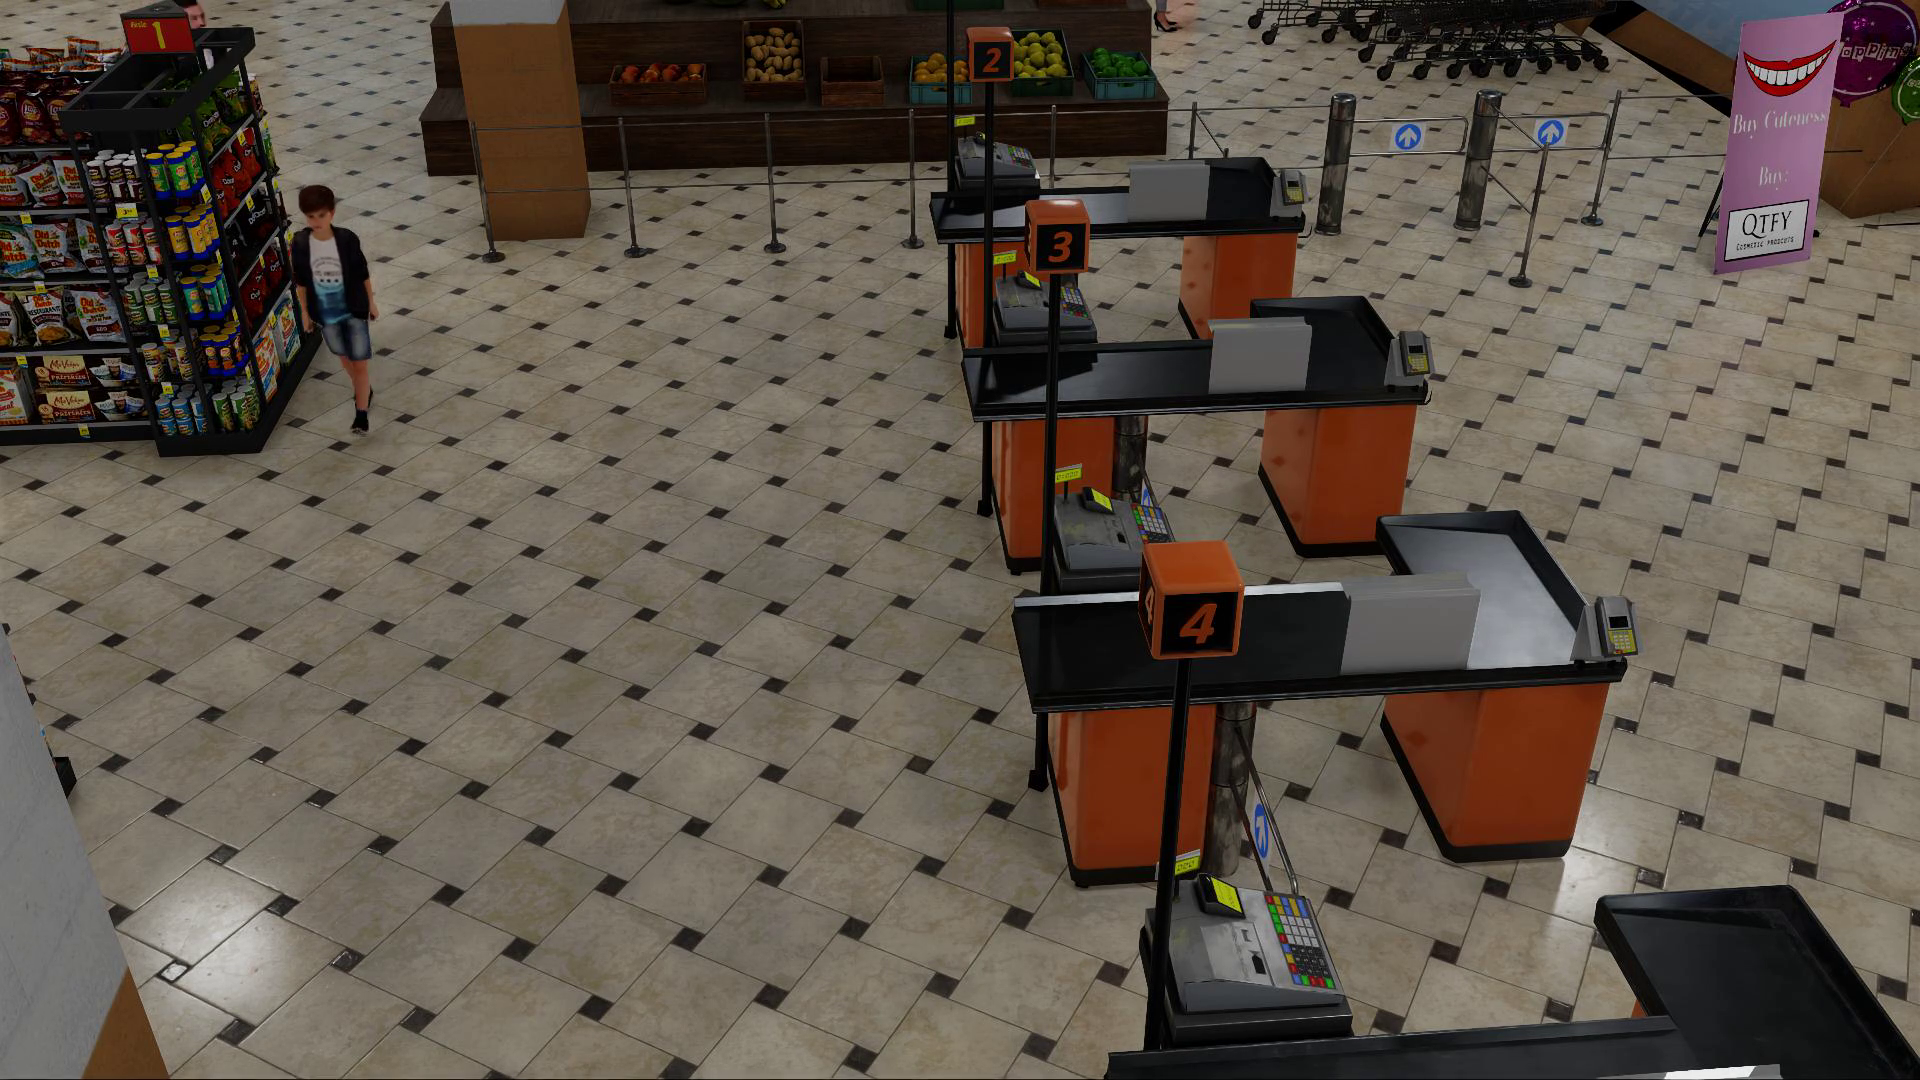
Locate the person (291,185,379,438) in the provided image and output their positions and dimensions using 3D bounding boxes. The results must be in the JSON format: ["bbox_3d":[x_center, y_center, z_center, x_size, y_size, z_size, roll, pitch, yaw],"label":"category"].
[{"bbox_3d":[-3.515,-1.331,9.461,0.873,1.414,0.618,-4,32,-6],"label":"person"}]

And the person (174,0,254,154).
[{"bbox_3d":[-5.216,-2.846,11.498,0.830,1.835,0.795,20,37,28],"label":"person"}]

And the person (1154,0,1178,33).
[{"bbox_3d":[2.098,-5.998,16.711,0.658,1.678,0.669,4,32,7],"label":"person"}]
